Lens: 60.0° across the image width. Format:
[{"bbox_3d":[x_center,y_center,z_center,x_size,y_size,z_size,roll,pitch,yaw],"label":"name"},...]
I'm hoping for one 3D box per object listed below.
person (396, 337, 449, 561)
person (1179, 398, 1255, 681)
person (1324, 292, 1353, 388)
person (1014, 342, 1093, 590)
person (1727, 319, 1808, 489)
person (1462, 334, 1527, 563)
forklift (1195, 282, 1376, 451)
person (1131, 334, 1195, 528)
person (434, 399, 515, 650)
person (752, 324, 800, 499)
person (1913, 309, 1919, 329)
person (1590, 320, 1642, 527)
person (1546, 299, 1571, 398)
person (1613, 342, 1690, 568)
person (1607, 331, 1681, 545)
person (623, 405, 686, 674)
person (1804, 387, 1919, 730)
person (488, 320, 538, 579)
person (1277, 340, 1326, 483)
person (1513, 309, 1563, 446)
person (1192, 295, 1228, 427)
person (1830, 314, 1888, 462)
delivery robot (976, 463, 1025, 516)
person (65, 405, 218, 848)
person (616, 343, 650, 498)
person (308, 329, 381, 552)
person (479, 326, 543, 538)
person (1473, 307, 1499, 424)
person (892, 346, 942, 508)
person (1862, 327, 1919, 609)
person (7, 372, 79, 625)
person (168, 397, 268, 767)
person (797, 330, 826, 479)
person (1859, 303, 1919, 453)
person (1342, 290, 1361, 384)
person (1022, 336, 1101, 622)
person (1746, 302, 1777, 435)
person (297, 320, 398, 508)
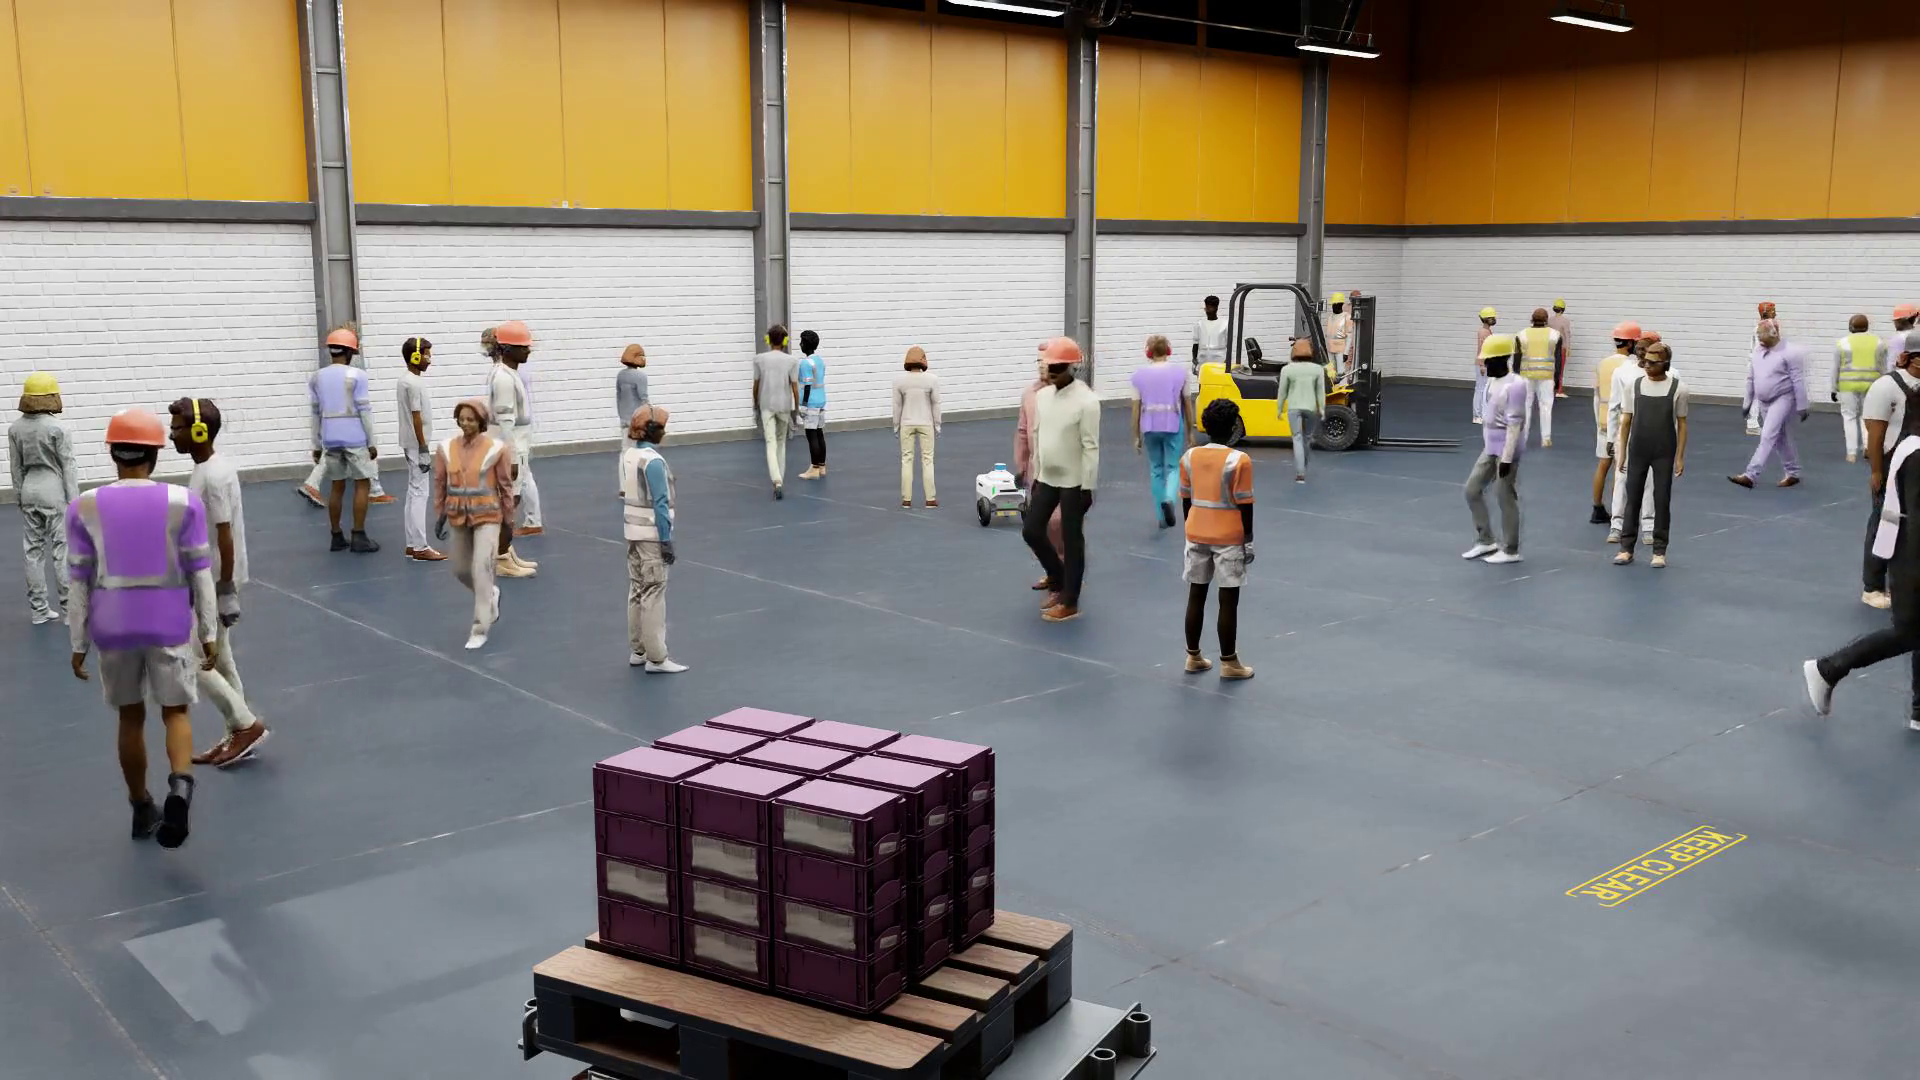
[{"bbox_3d":[-4.506,-0.755,13.880,0.329,1.865,0.508,-5,11,-28],"label":"person"},{"bbox_3d":[1.545,-0.004,9.968,0.533,1.698,0.318,9,14,44],"label":"person"},{"bbox_3d":[6.355,-3.210,28.058,0.359,1.930,0.587,-6,11,-31],"label":"person"},{"bbox_3d":[0.690,-0.542,12.552,0.671,1.890,0.445,8,12,38],"label":"person"},{"bbox_3d":[8.841,-1.472,18.134,1.034,1.852,0.668,-2,10,-12],"label":"person"},{"bbox_3d":[4.386,-0.737,13.657,0.589,1.897,0.608,-1,10,-8],"label":"person"},{"bbox_3d":[4.328,-2.346,22.227,2.313,2.155,1.214,3,10,16],"label":"forklift"},{"bbox_3d":[1.863,-0.985,15.348,0.608,1.820,0.577,2,10,14],"label":"person"},{"bbox_3d":[-3.172,-0.135,10.956,0.522,1.618,0.683,2,10,10],"label":"person"},{"bbox_3d":[-1.945,-1.360,17.565,0.502,1.830,0.935,-2,10,-12],"label":"person"},{"bbox_3d":[12.127,-1.989,20.972,0.405,1.911,0.636,1,10,7],"label":"person"},{"bbox_3d":[6.204,-1.090,15.625,0.373,1.934,0.551,-3,10,-19],"label":"person"},{"bbox_3d":[10.705,-3.428,29.809,0.302,1.771,0.527,-7,12,-34],"label":"person"},{"bbox_3d":[5.645,-0.691,13.568,0.506,1.840,0.344,6,12,33],"label":"person"},{"bbox_3d":[6.001,-0.896,14.644,0.579,1.882,0.342,4,10,21],"label":"person"},{"bbox_3d":[-1.890,-0.002,10.144,0.310,1.637,0.527,-6,11,-31],"label":"person"},{"bbox_3d":[5.019,0.087,8.836,0.761,1.899,0.598,7,12,36],"label":"person"},{"bbox_3d":[-3.511,-0.709,13.130,0.407,2.036,0.610,-2,10,-12],"label":"person"},{"bbox_3d":[3.842,-1.467,18.842,0.518,1.580,0.854,-1,10,-4],"label":"person"},{"bbox_3d":[7.723,-2.165,22.250,0.641,1.835,0.444,3,10,18],"label":"person"},{"bbox_3d":[3.713,-2.630,24.559,0.610,1.963,0.365,4,11,24],"label":"person"},{"bbox_3d":[11.068,-1.871,20.536,0.642,1.822,0.438,2,10,13],"label":"person"},{"bbox_3d":[0.385,-0.487,15.863,0.477,0.478,0.707,-2,10,-12],"label":"delivery robot"},{"bbox_3d":[-3.470,0.390,7.056,0.581,1.908,0.703,-4,10,-20],"label":"person"},{"bbox_3d":[-3.397,-1.233,17.353,0.507,1.632,0.270,9,13,44],"label":"person"},{"bbox_3d":[-5.267,-0.837,14.220,0.654,1.909,0.540,3,10,14],"label":"person"},{"bbox_3d":[-4.134,-0.946,14.846,0.794,1.907,0.647,-4,10,-22],"label":"person"},{"bbox_3d":[7.941,-2.630,25.131,0.306,1.772,0.527,5,11,27],"label":"person"},{"bbox_3d":[-0.433,-1.131,16.749,0.498,1.633,0.282,1,10,6],"label":"person"},{"bbox_3d":[6.889,-0.520,11.983,0.677,2.000,0.536,-2,10,-13],"label":"person"},{"bbox_3d":[-6.278,-0.284,11.470,0.487,1.744,0.312,2,10,12],"label":"person"},{"bbox_3d":[-3.721,0.218,8.210,0.385,1.854,0.541,-5,11,-26],"label":"person"},{"bbox_3d":[-1.695,-1.538,18.949,0.316,1.695,0.540,3,10,14],"label":"person"},{"bbox_3d":[11.667,-1.899,20.347,0.604,1.968,1.081,-6,12,-33],"label":"person"},{"bbox_3d":[7.338,-3.683,30.921,0.636,1.901,0.405,3,10,18],"label":"person"},{"bbox_3d":[0.700,-0.412,11.508,0.434,1.982,0.642,-8,13,-41],"label":"person"},{"bbox_3d":[11.415,-2.440,23.687,0.356,1.883,0.572,5,11,26],"label":"person"},{"bbox_3d":[-6.222,-1.258,16.736,0.933,1.908,0.639,-9,13,-41],"label":"person"}]
